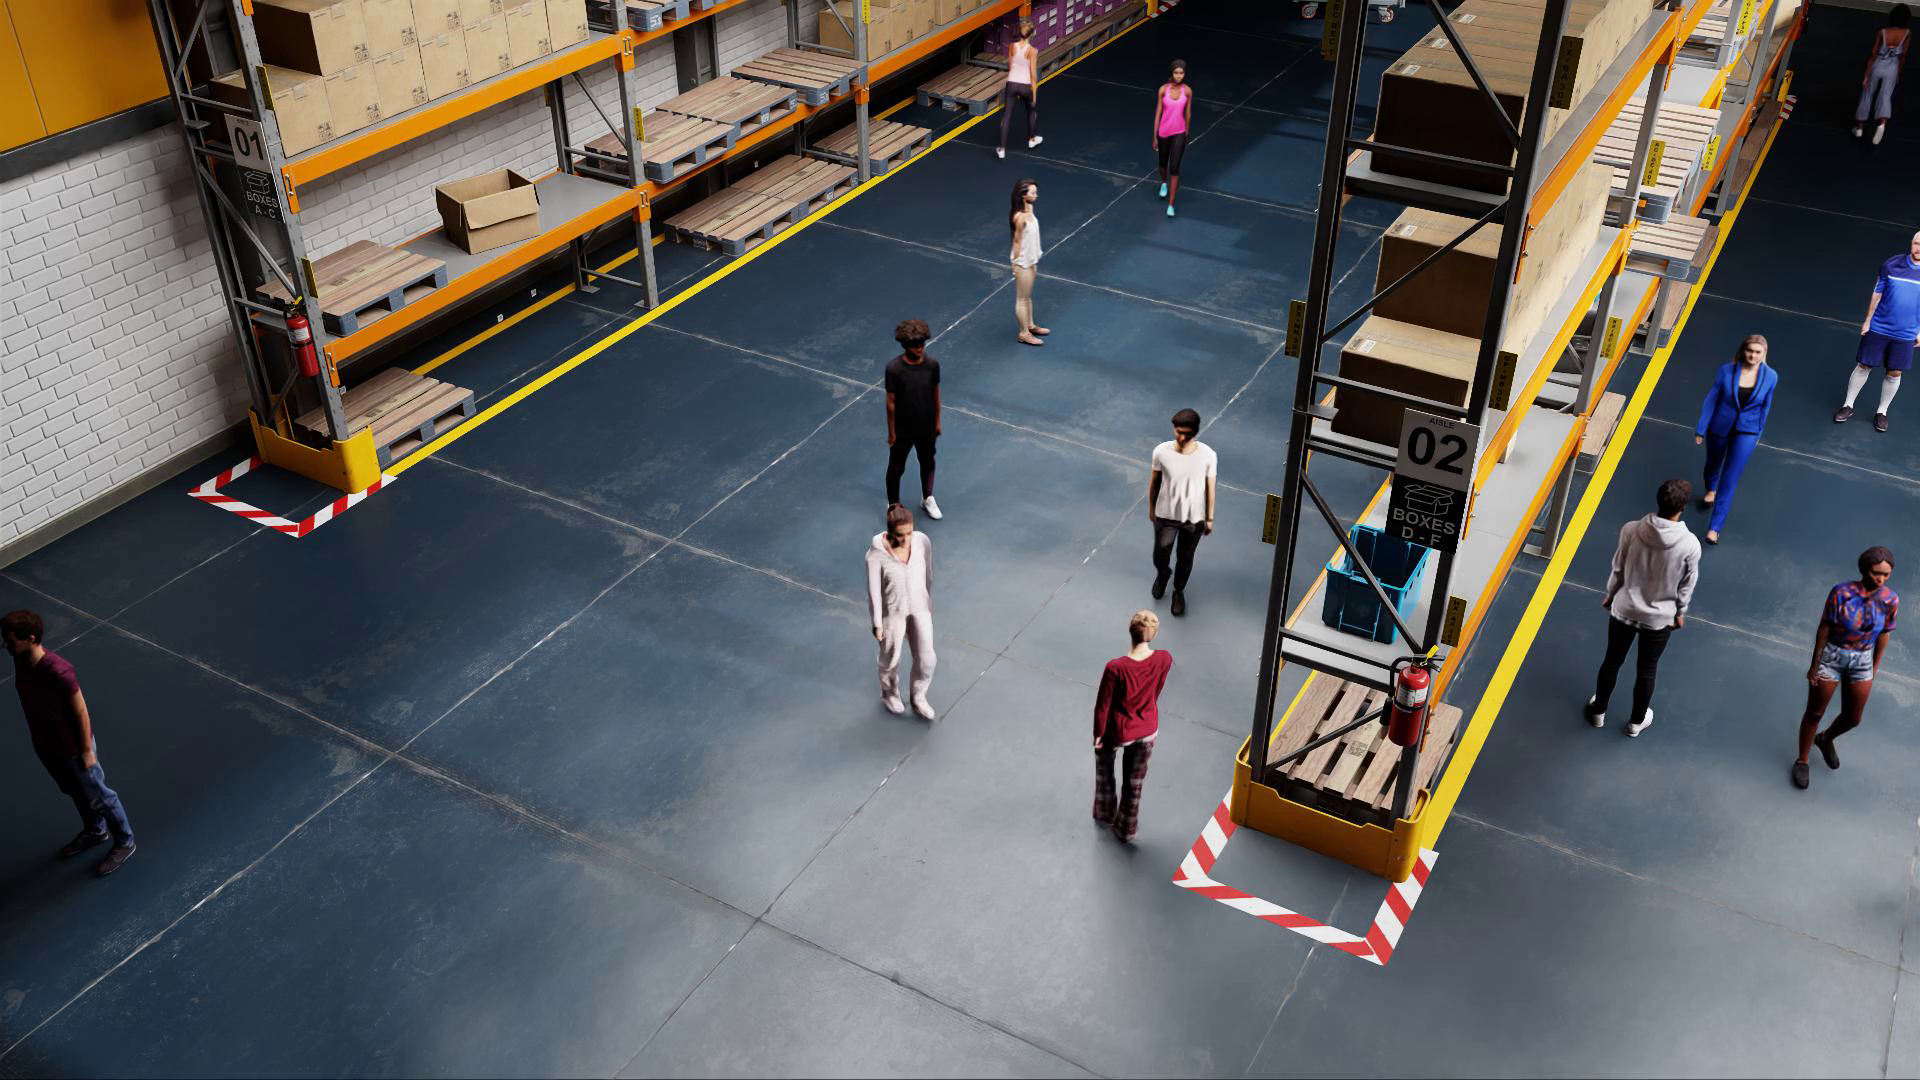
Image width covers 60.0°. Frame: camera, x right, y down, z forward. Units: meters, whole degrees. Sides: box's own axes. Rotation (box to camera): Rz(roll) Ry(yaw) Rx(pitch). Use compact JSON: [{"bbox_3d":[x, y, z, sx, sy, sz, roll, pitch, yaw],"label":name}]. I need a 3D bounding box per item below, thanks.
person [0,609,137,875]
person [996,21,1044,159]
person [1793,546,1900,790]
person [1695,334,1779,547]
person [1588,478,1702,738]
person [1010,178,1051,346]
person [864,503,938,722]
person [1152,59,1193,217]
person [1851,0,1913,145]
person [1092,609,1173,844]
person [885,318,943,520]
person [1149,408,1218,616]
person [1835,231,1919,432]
[{"bbox_3d":[-5.344,1.175,9.920,0.645,1.855,0.530,18,38,25],"label":"person"},{"bbox_3d":[0.682,-5.400,20.042,0.703,1.600,1.017,10,35,14],"label":"person"},{"bbox_3d":[5.621,0.769,10.639,0.697,1.734,0.761,7,34,11],"label":"person"},{"bbox_3d":[6.105,-0.874,13.191,0.717,1.646,1.184,14,36,20],"label":"person"},{"bbox_3d":[4.499,0.452,10.940,0.664,1.929,0.569,18,38,25],"label":"person"},{"bbox_3d":[0.599,-2.677,15.896,0.672,1.653,0.623,-6,34,-8],"label":"person"},{"bbox_3d":[-0.429,0.430,11.205,0.784,1.673,0.852,-14,36,-19],"label":"person"},{"bbox_3d":[2.367,-4.569,18.723,0.833,1.675,1.204,5,34,7],"label":"person"},{"bbox_3d":[11.328,-5.674,20.387,0.762,1.673,1.082,9,35,13],"label":"person"},{"bbox_3d":[1.065,1.168,10.080,0.778,1.688,0.835,-8,35,-12],"label":"person"},{"bbox_3d":[-0.376,-0.952,13.188,0.691,1.779,0.769,-12,36,-18],"label":"person"},{"bbox_3d":[1.637,-0.260,12.208,0.738,1.710,0.755,5,34,8],"label":"person"},{"bbox_3d":[8.132,-1.847,14.477,0.667,1.842,0.562,16,37,23],"label":"person"}]
